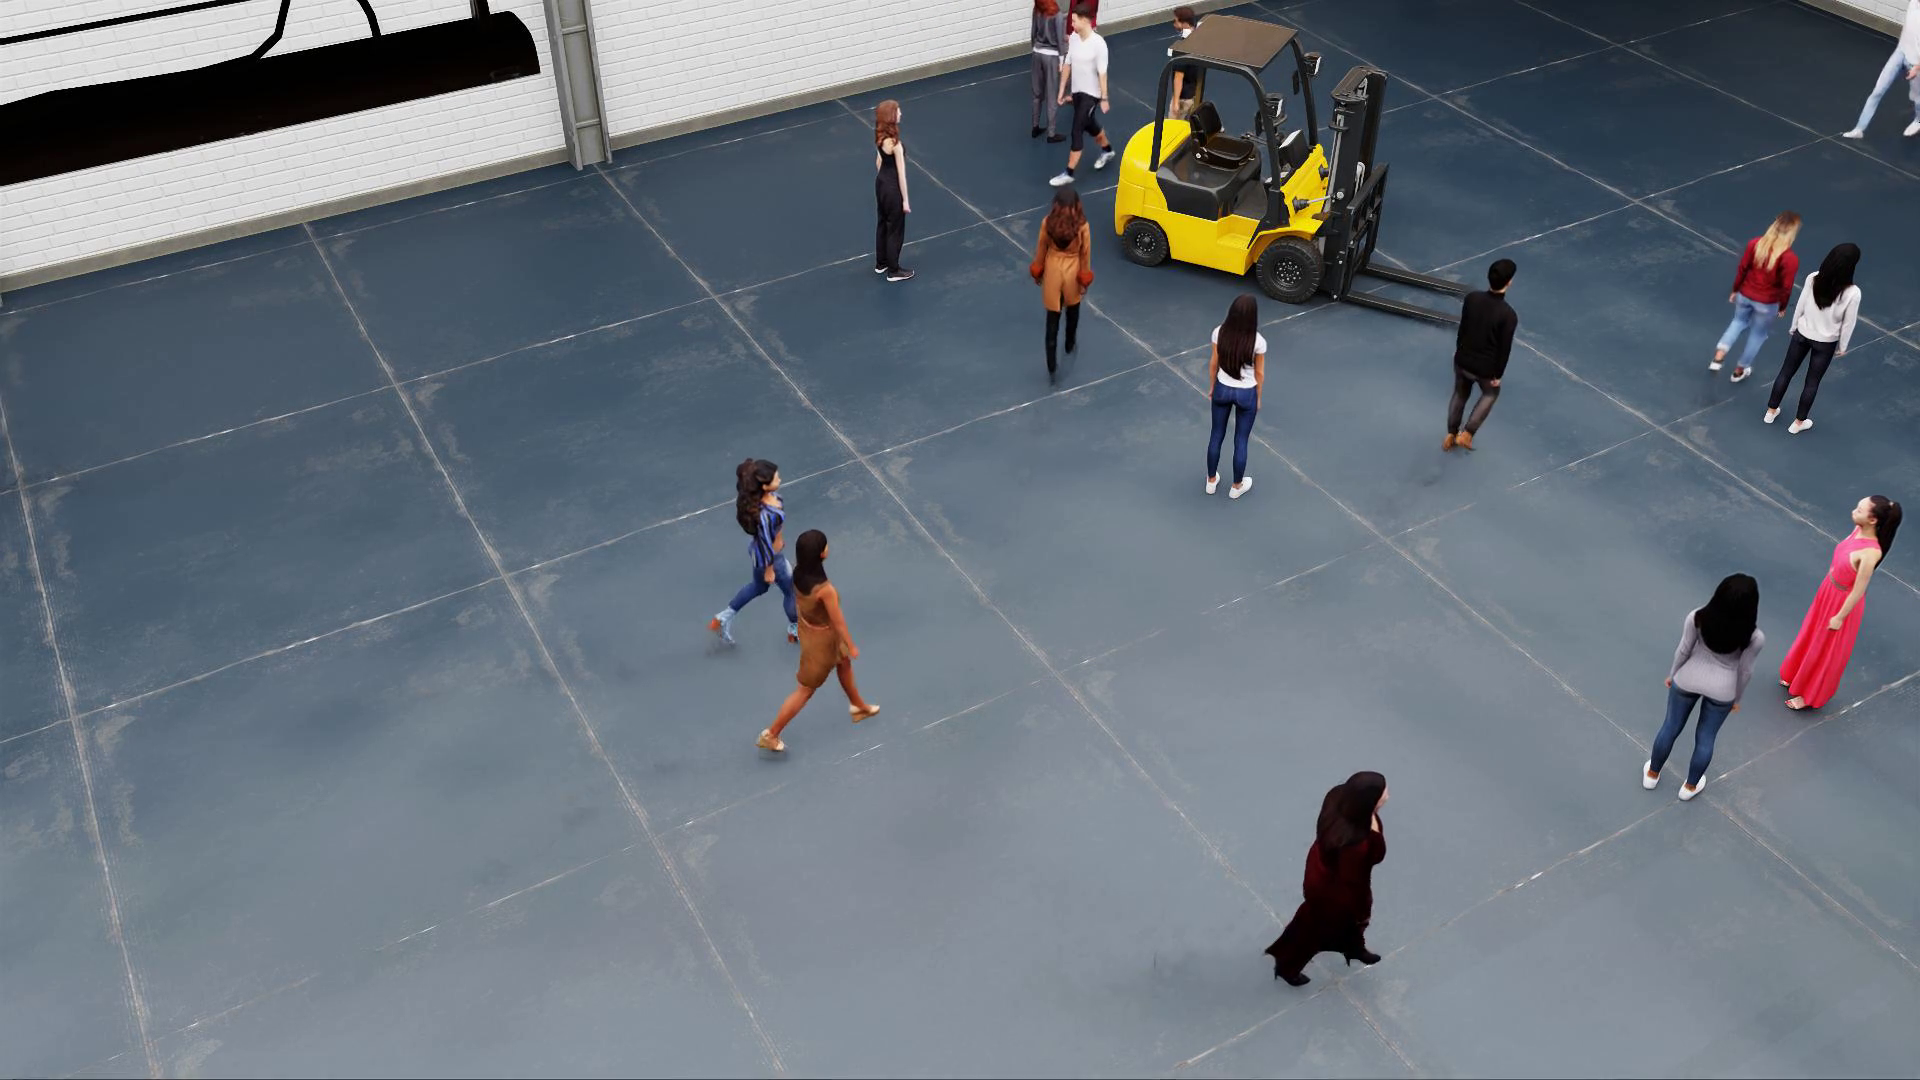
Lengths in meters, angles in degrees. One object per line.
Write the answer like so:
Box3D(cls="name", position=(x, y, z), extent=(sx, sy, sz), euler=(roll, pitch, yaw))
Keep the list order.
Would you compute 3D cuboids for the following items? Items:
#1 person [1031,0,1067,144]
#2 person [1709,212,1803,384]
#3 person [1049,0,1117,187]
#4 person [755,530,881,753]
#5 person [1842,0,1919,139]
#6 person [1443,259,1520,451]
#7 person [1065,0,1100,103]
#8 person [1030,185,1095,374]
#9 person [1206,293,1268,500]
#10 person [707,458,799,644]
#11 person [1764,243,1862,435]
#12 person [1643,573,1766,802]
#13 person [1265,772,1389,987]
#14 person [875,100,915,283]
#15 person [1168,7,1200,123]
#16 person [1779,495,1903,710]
Box3D(cls="person", position=(0.926, -5.130, 17.763), extent=(0.634, 1.781, 0.587), euler=(32, 48, 33))
Box3D(cls="person", position=(6.682, -1.996, 13.966), extent=(0.722, 1.622, 0.654), euler=(-28, 47, -31))
Box3D(cls="person", position=(1.350, -4.609, 17.092), extent=(1.229, 1.805, 0.795), euler=(-28, 46, -30))
Box3D(cls="person", position=(-0.973, 0.705, 10.570), extent=(1.118, 1.639, 0.605), euler=(-17, 42, -20))
Box3D(cls="person", position=(10.206, -5.114, 17.723), extent=(1.264, 1.805, 0.707), euler=(-16, 41, -19))
Box3D(cls="person", position=(4.069, -1.410, 13.161), extent=(0.726, 1.711, 0.703), euler=(31, 48, 33))
Box3D(cls="person", position=(1.381, -5.744, 18.595), extent=(0.543, 1.702, 0.726), euler=(-32, 48, -33))
Box3D(cls="person", position=(0.862, -2.187, 14.141), extent=(1.075, 1.703, 1.116), euler=(6, 39, 8))
Box3D(cls="person", position=(2.100, -1.094, 12.714), extent=(0.666, 1.775, 0.685), euler=(18, 42, 21))
Box3D(cls="person", position=(-1.384, 0.121, 11.338), extent=(1.077, 1.593, 0.825), euler=(-8, 39, -9))
Box3D(cls="person", position=(6.929, -1.648, 13.468), extent=(0.635, 1.701, 0.671), euler=(-31, 48, -33))
Box3D(cls="person", position=(4.582, 0.908, 10.239), extent=(0.688, 1.735, 0.685), euler=(21, 43, 24))
Box3D(cls="person", position=(1.945, 1.864, 9.044), extent=(1.070, 1.733, 0.968), euler=(2, 39, 3))
Box3D(cls="person", position=(-0.656, -3.254, 15.443), extent=(0.505, 1.746, 0.594), euler=(-22, 43, -25))
Box3D(cls="person", position=(2.387, -4.526, 16.978), extent=(1.012, 1.818, 1.124), euler=(29, 47, 31))
Box3D(cls="person", position=(5.742, 0.413, 10.866), extent=(0.769, 1.726, 0.711), euler=(9, 39, 11))
